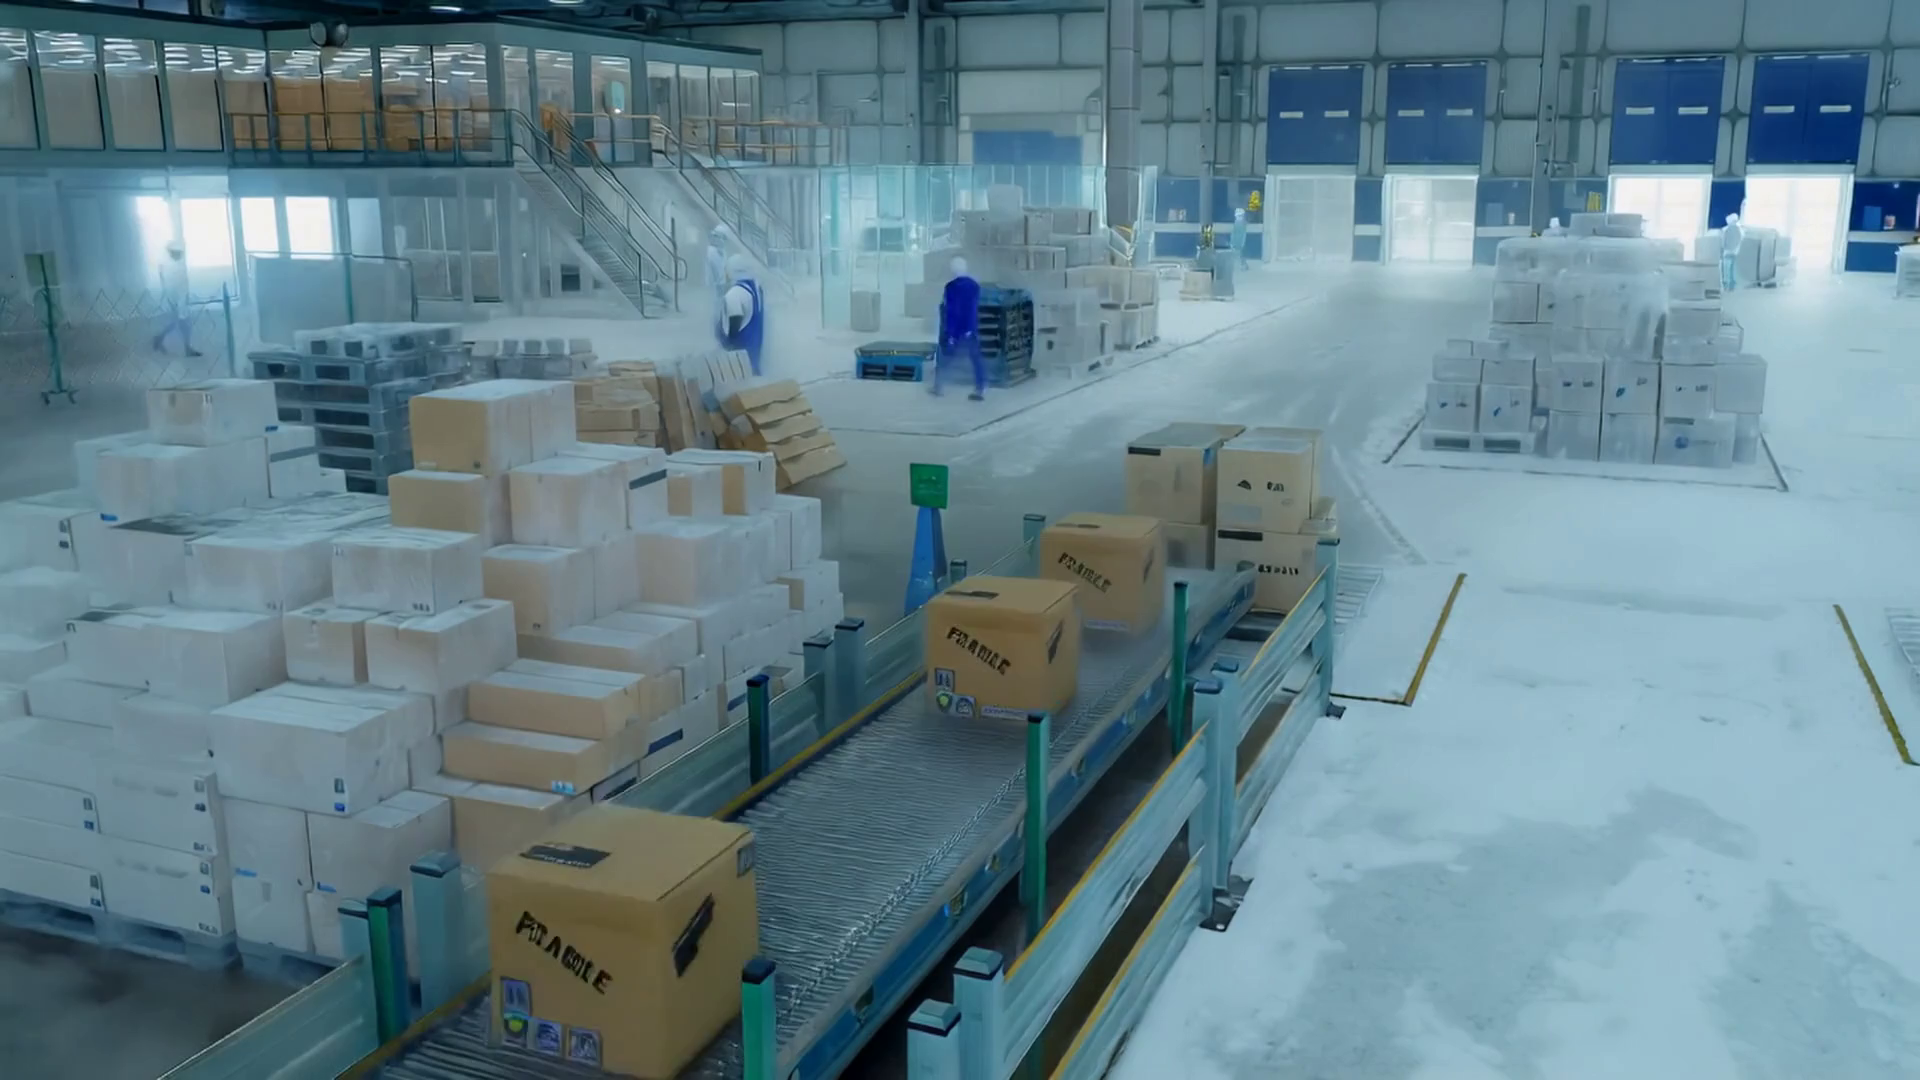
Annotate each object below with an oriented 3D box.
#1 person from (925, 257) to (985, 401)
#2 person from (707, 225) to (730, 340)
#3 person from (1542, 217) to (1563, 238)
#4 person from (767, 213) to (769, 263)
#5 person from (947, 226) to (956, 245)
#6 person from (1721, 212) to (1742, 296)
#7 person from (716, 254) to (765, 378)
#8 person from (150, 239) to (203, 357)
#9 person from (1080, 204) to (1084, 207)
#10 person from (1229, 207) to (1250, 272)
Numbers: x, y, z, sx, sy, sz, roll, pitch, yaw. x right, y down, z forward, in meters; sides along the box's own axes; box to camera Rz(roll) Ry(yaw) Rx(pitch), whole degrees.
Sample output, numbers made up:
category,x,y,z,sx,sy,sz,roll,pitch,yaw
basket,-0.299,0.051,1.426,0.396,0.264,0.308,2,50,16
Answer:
category,x,y,z,sx,sy,sz,roll,pitch,yaw
person,-0.026,-2.783,21.942,0.645,1.883,1.050,-12,17,-42
person,-4.267,-4.604,29.738,0.396,2.038,0.614,3,13,14
person,14.776,-7.115,41.448,0.634,1.842,0.429,-7,14,-28
person,-5.656,-8.592,48.091,0.619,1.839,0.430,-4,13,-16
person,-0.062,-7.648,43.669,0.548,1.922,0.681,-1,13,-6
person,18.477,-6.856,39.937,0.379,1.996,0.609,-1,13,-3
person,-2.613,-2.351,19.631,0.536,2.000,0.688,5,13,20
person,-12.706,-3.899,26.853,0.724,1.922,0.553,2,13,8
person,3.743,-9.156,50.309,0.624,1.971,0.720,12,17,44
person,8.315,-8.895,49.297,0.586,1.902,0.855,-11,17,-41
